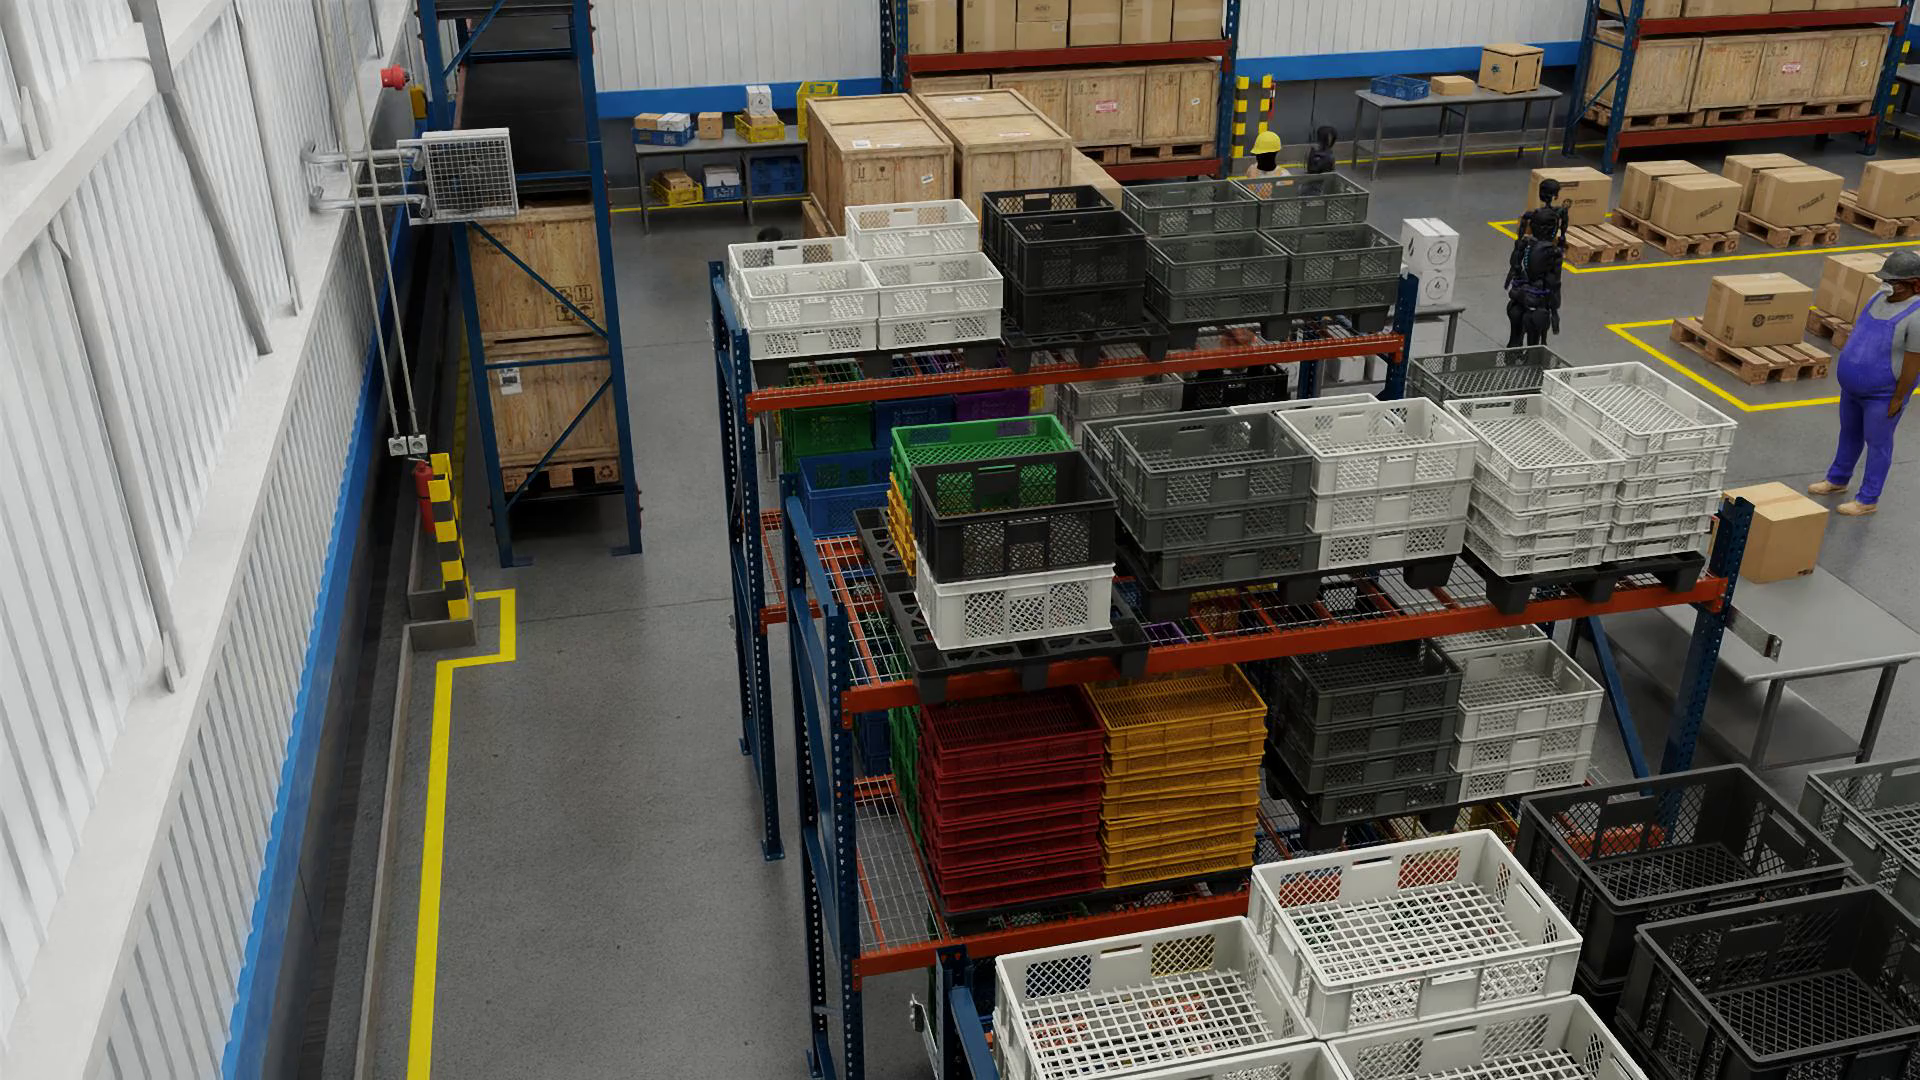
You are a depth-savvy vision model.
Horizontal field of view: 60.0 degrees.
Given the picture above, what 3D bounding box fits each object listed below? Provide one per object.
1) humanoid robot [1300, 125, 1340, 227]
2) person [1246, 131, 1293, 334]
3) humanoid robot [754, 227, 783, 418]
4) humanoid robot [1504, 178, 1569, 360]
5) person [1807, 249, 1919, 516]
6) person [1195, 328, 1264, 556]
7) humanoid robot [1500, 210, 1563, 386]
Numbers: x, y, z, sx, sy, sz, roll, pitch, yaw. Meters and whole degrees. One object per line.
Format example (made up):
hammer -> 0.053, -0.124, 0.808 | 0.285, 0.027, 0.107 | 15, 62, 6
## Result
humanoid robot -> 3.696, -3.434, 17.064 | 0.521, 1.642, 0.577 | 12, 30, 21
person -> 2.872, -2.923, 15.815 | 0.373, 1.925, 0.593 | -19, 33, -31
humanoid robot -> -1.537, -1.873, 14.110 | 0.650, 1.639, 0.578 | -9, 29, -17
humanoid robot -> 5.304, -2.496, 15.271 | 0.564, 1.650, 0.350 | -10, 29, -19
person -> 6.804, -1.191, 12.408 | 0.536, 2.000, 0.676 | -4, 28, -8
person -> 1.814, -0.545, 11.368 | 0.648, 1.861, 0.585 | -14, 31, -25
humanoid robot -> 4.957, -2.041, 14.408 | 0.320, 1.658, 0.582 | -11, 30, -20
